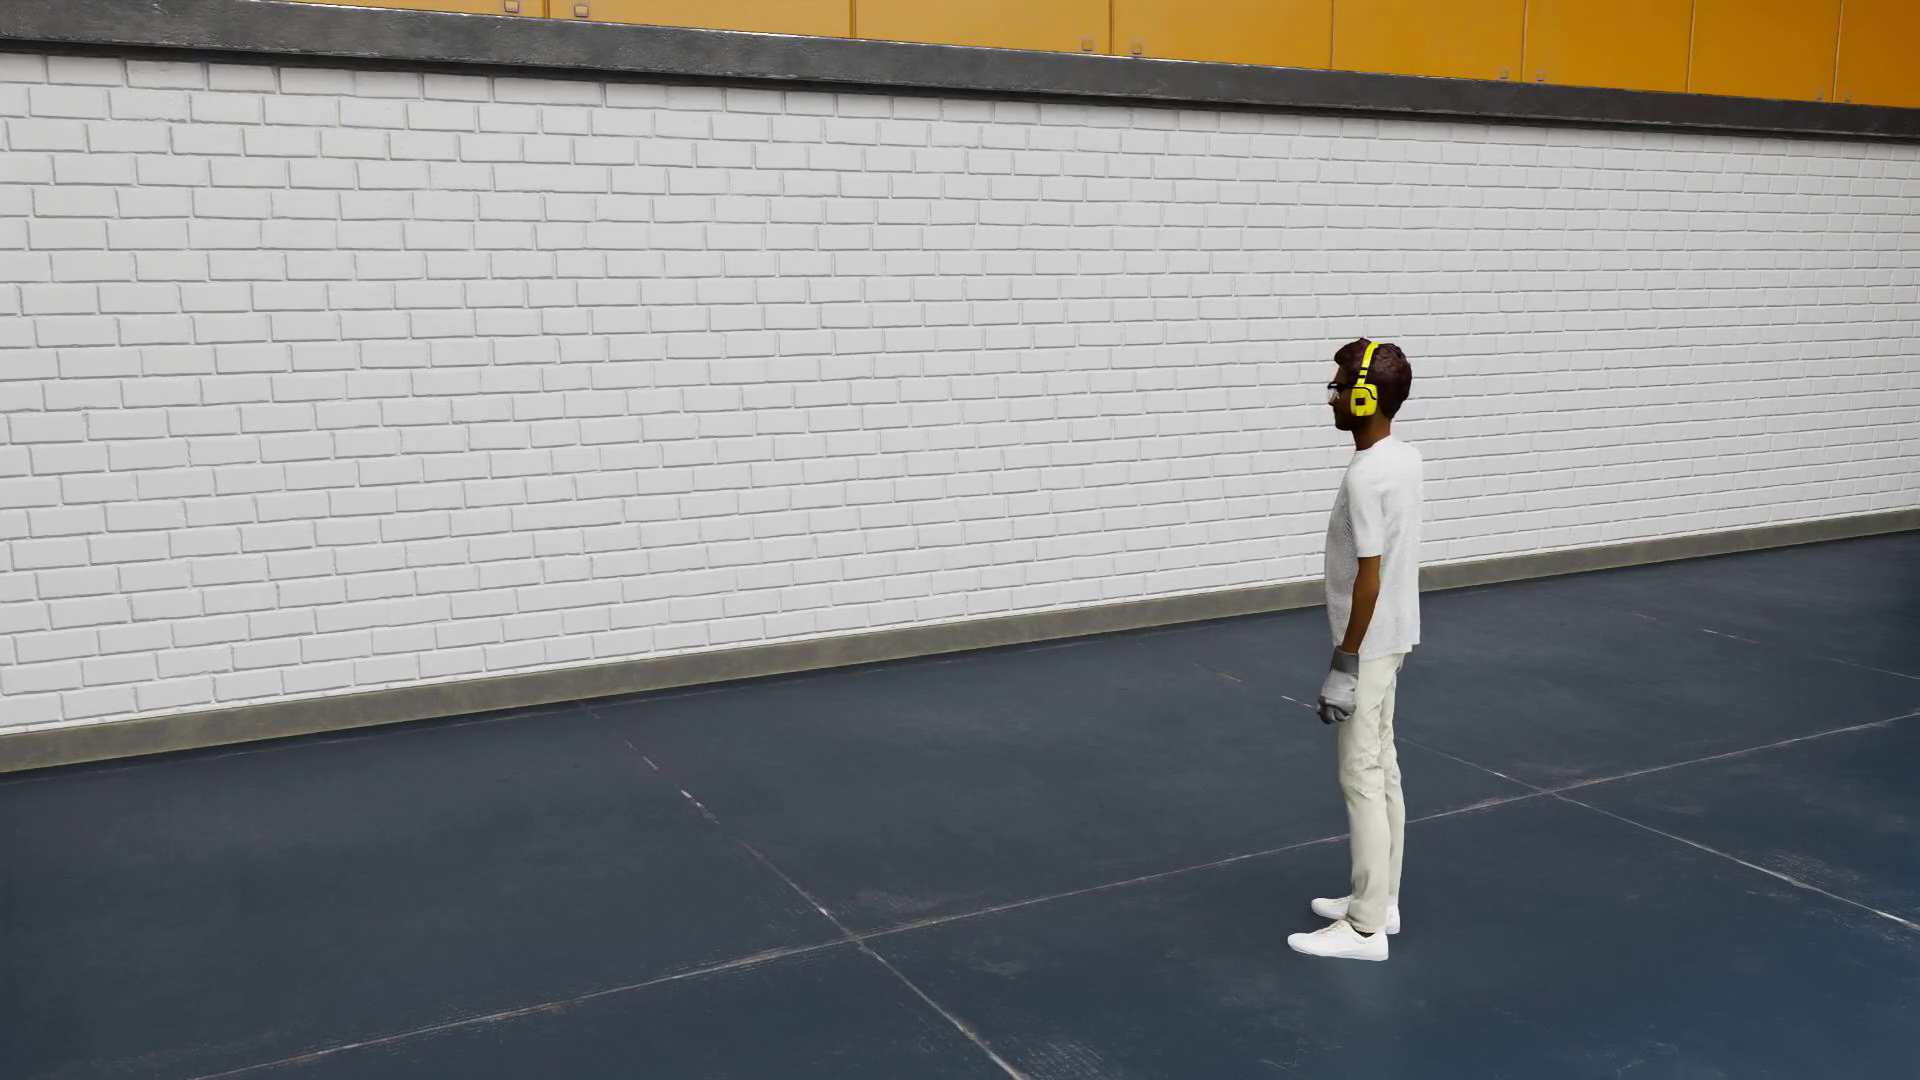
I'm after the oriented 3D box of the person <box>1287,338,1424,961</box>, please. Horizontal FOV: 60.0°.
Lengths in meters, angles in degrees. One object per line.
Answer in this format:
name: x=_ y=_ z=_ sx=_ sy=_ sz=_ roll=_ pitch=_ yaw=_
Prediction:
person: x=1.206 y=0.334 z=5.013 sx=0.329 sy=1.872 sz=0.509 roll=5 pitch=11 yaw=27
